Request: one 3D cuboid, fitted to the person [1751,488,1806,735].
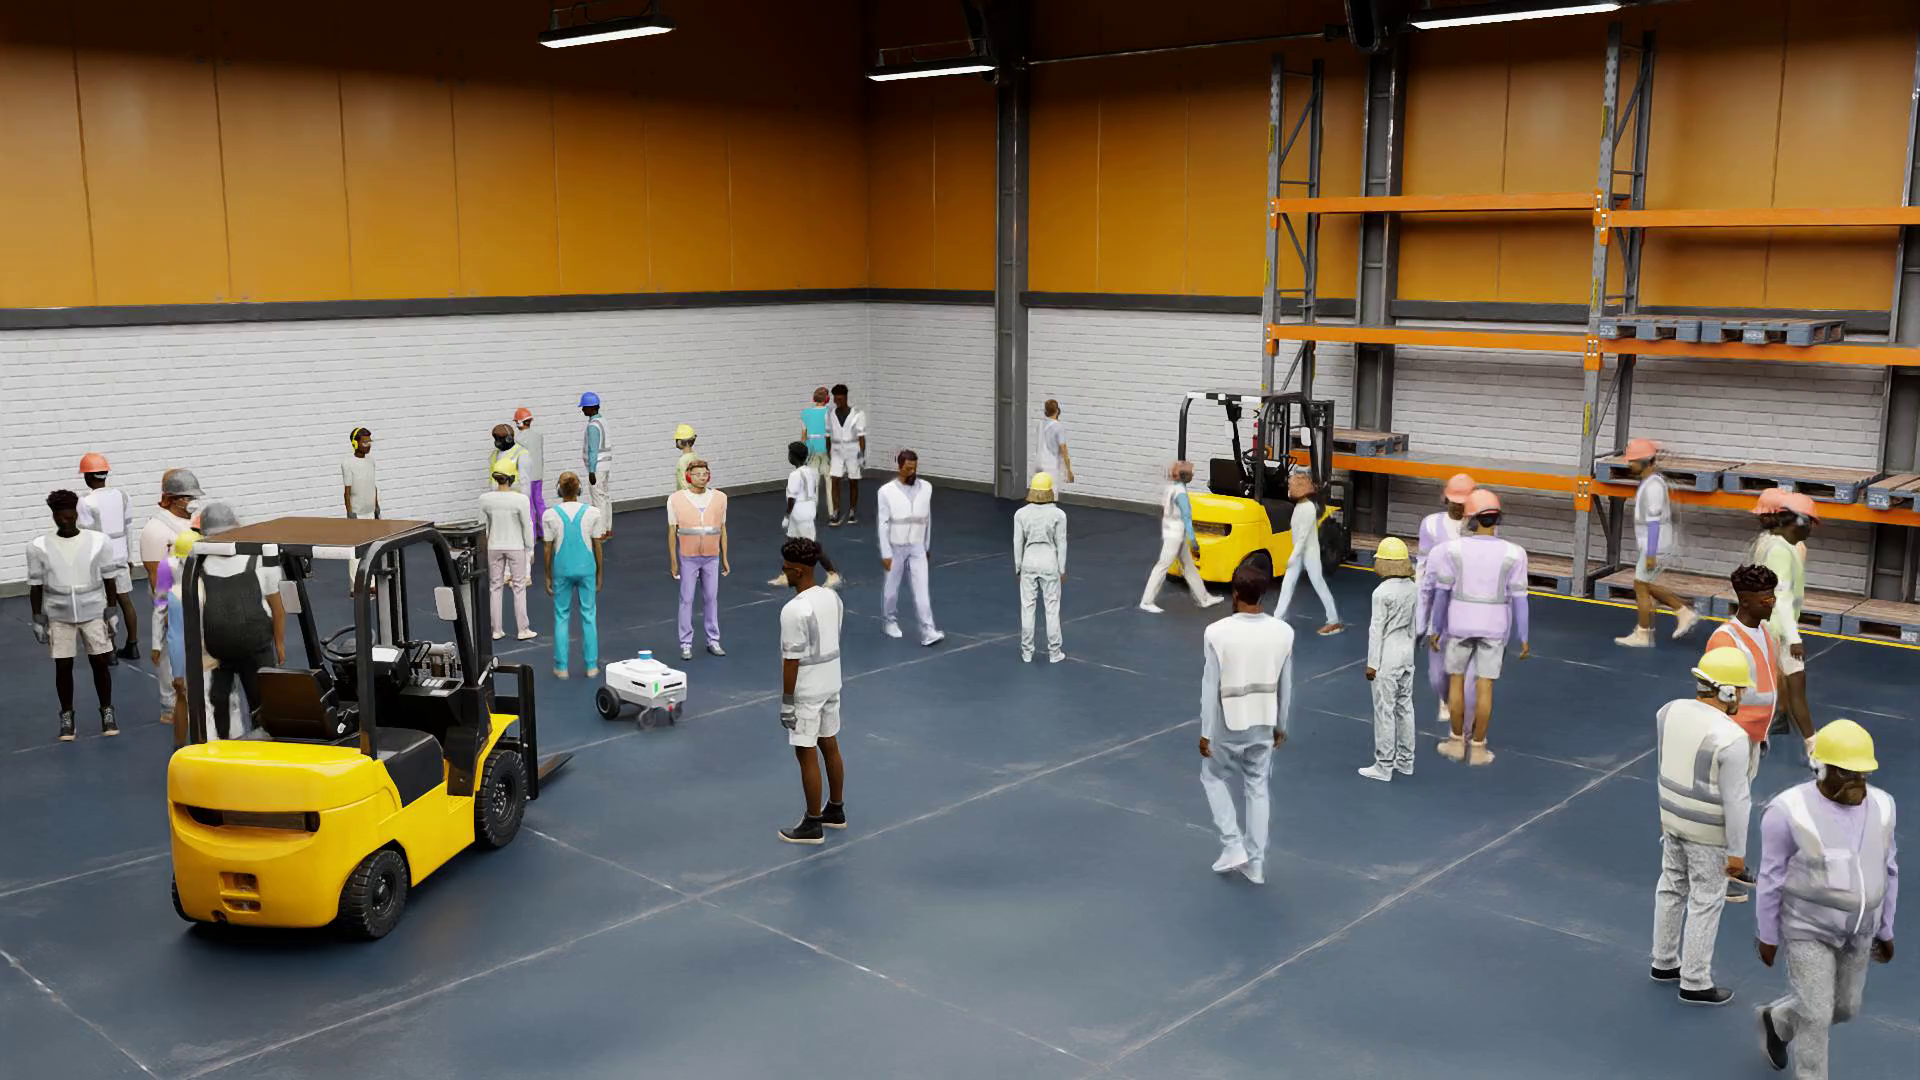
[{"bbox_3d":[6.301,0.552,12.940,0.396,1.929,0.539,-1,10,-4],"label":"person"}]

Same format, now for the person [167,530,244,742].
[{"bbox_3d":[-5.276,0.834,11.652,0.404,1.819,0.618,5,11,28],"label":"person"}]

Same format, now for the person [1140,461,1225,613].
[{"bbox_3d":[2.286,-0.024,17.173,0.898,1.583,0.520,1,10,4],"label":"person"}]

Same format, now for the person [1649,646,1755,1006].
[{"bbox_3d":[3.708,1.418,8.303,0.403,1.821,0.602,-3,10,-14],"label":"person"}]

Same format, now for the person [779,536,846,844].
[{"bbox_3d":[-0.959,0.946,10.610,0.386,1.957,0.603,4,11,24],"label":"person"}]

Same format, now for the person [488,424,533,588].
[{"bbox_3d":[-5.032,-0.389,18.577,0.631,1.831,0.428,7,12,35],"label":"person"}]

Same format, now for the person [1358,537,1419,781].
[{"bbox_3d":[3.060,0.839,11.843,0.479,1.733,0.332,-9,13,-42],"label":"person"}]

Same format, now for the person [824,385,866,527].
[{"bbox_3d":[-1.570,-1.135,22.520,0.626,1.919,0.912,2,10,9],"label":"person"}]

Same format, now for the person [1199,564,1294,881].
[{"bbox_3d":[1.699,1.092,9.921,0.616,1.901,0.454,-3,10,-18],"label":"person"}]

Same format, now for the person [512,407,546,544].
[{"bbox_3d":[-5.549,-0.830,21.342,0.386,1.739,0.579,4,11,20],"label":"person"}]

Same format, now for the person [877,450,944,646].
[{"bbox_3d":[-0.497,0.074,15.828,0.618,1.859,1.009,-6,11,-29],"label":"person"}]

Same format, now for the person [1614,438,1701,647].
[{"bbox_3d":[6.565,0.039,15.656,0.731,2.007,0.615,3,10,17],"label":"person"}]

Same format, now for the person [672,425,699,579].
[{"bbox_3d":[-3.116,-0.435,19.005,0.311,1.768,0.532,1,10,7],"label":"person"}]

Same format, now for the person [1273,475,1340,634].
[{"bbox_3d":[3.329,0.153,16.178,0.873,1.573,0.493,-1,10,-8],"label":"person"}]

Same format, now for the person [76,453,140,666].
[{"bbox_3d":[-7.756,0.172,15.067,0.378,1.932,0.551,4,11,23],"label":"person"}]

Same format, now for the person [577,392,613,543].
[{"bbox_3d":[-4.674,-0.934,21.361,0.416,1.939,0.605,0,10,1],"label":"person"}]

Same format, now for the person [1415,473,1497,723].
[{"bbox_3d":[4.010,0.424,13.441,0.624,2.012,0.824,5,11,25],"label":"person"}]

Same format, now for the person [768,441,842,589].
[{"bbox_3d":[-1.695,-0.263,18.364,0.862,1.659,0.535,1,10,7],"label":"person"}]

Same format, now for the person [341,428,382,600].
[{"bbox_3d":[-6.410,-0.284,17.887,0.327,1.862,0.506,3,10,18],"label":"person"}]

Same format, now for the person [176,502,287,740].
[{"bbox_3d":[-5.094,0.717,11.664,0.709,2.000,0.536,-3,11,-19],"label":"person"}]

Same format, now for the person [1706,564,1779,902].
[{"bbox_3d":[4.547,1.101,9.690,0.607,1.966,0.367,-10,14,-44],"label":"person"}]

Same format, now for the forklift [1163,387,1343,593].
[{"bbox_3d":[3.298,-0.608,18.767,1.214,2.155,2.313,9,13,42],"label":"forklift"}]

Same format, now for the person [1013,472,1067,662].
[{"bbox_3d":[0.733,0.249,15.173,0.487,1.744,0.314,2,10,11],"label":"person"}]

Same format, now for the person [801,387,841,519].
[{"bbox_3d":[-1.932,-1.200,23.130,0.564,1.845,0.389,2,10,9],"label":"person"}]

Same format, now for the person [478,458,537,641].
[{"bbox_3d":[-4.348,0.094,15.993,0.533,1.768,0.311,1,10,5],"label":"person"}]

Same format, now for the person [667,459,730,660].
[{"bbox_3d":[-2.408,0.169,15.325,0.566,1.849,0.387,-5,11,-26],"label":"person"}]

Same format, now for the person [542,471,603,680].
[{"bbox_3d":[-3.379,0.308,14.561,0.510,1.841,0.345,-2,10,-14],"label":"person"}]

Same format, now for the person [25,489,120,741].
[{"bbox_3d":[-6.792,0.567,12.768,0.608,1.957,0.393,-5,11,-27],"label":"person"}]

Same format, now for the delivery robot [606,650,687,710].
[{"bbox_3d":[-2.508,1.127,13.288,0.707,0.478,0.477,9,14,42],"label":"delivery robot"}]

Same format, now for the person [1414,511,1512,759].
[{"bbox_3d":[3.747,0.683,12.343,0.665,1.886,0.531,7,12,36],"label":"person"}]

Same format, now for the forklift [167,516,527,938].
[{"bbox_3d":[-3.583,0.976,9.748,1.214,2.155,2.313,2,10,11],"label":"forklift"}]

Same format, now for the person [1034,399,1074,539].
[{"bbox_3d":[1.182,-0.901,21.514,0.400,1.828,0.707,-6,12,-31],"label":"person"}]

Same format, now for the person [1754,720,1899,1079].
[{"bbox_3d":[3.693,1.618,7.179,0.595,1.812,0.727,-2,10,-9],"label":"person"}]

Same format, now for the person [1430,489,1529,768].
[{"bbox_3d":[3.799,0.643,12.131,0.699,2.029,0.423,3,10,18],"label":"person"}]

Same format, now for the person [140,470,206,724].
[{"bbox_3d":[-6.149,0.434,13.271,0.536,2.000,0.684,2,10,10],"label":"person"}]
